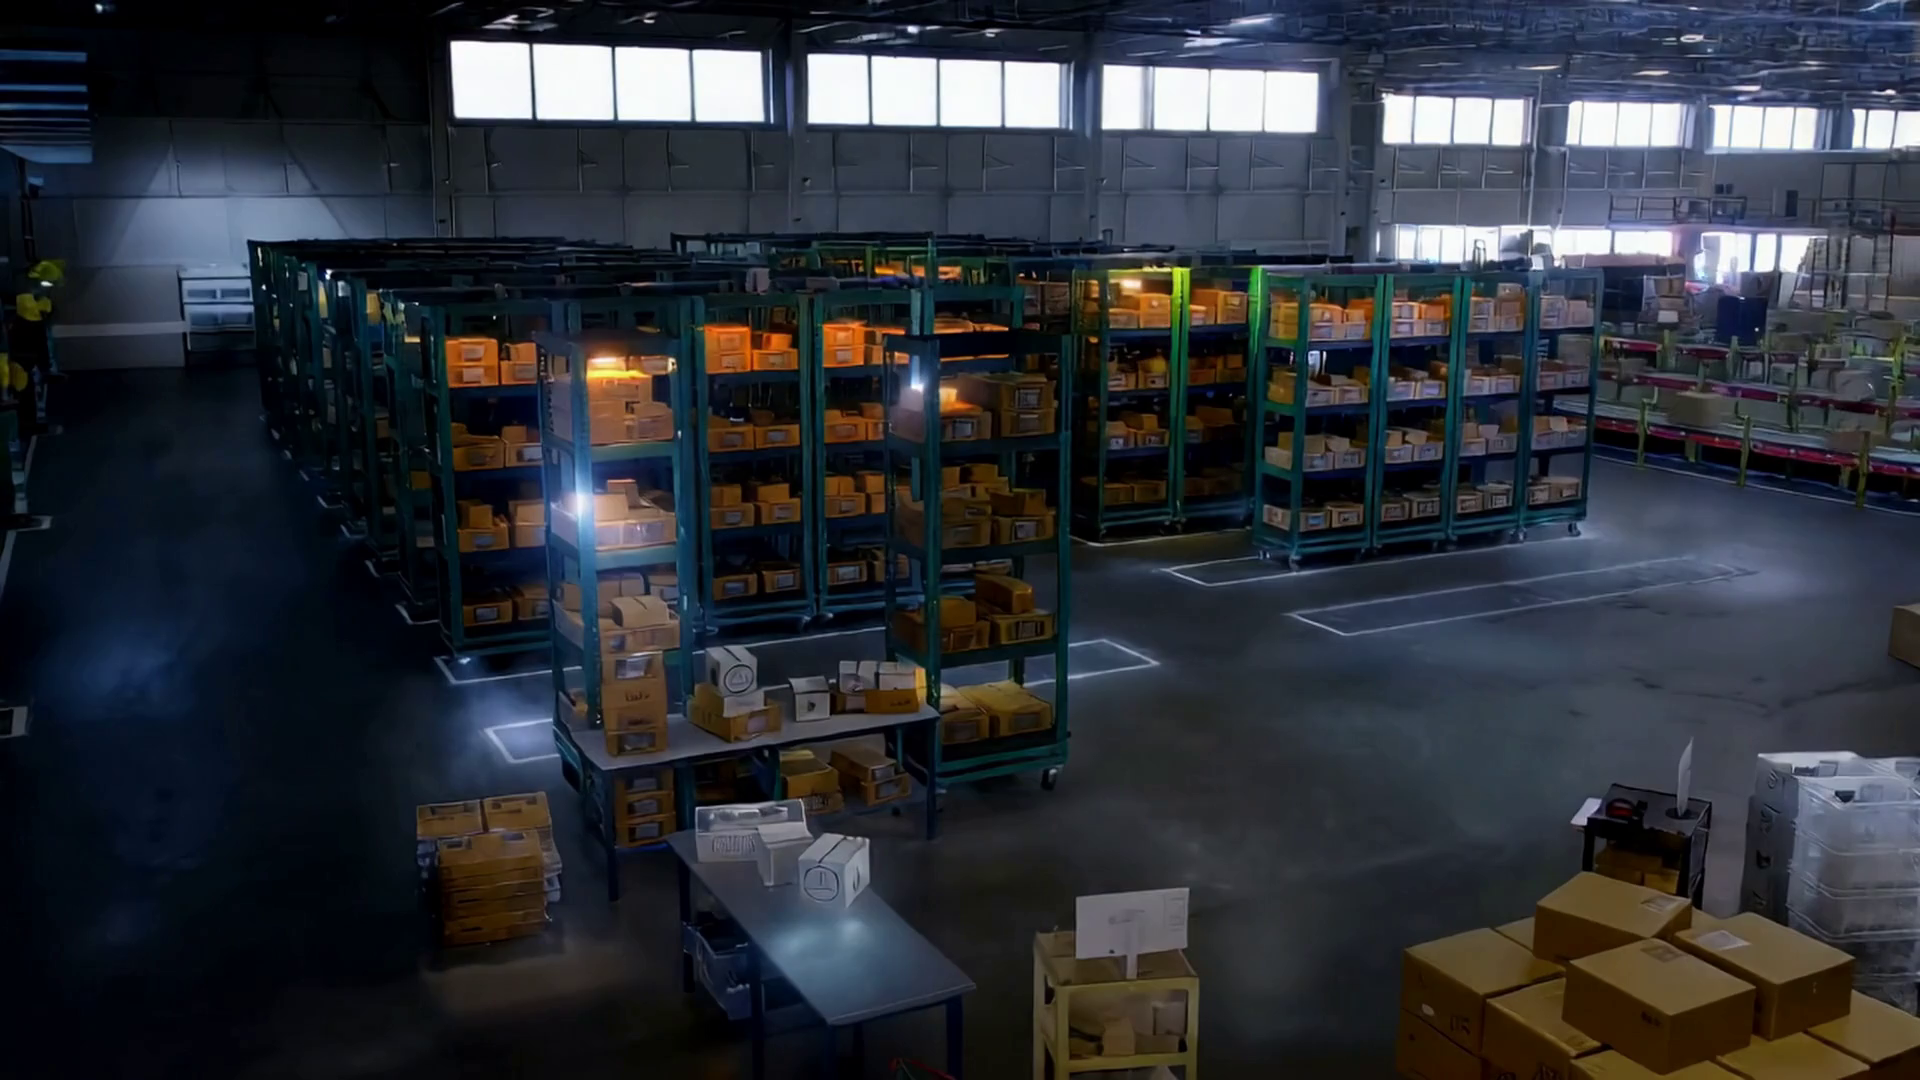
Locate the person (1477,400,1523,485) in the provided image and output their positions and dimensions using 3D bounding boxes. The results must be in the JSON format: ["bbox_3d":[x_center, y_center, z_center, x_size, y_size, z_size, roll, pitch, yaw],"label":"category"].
[{"bbox_3d":[8.405,-1.694,25.827,0.643,1.870,0.895,-4,13,-20],"label":"person"}]

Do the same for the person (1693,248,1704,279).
[{"bbox_3d":[33.589,-12.420,76.031,0.611,1.843,0.924,-6,14,-27],"label":"person"}]

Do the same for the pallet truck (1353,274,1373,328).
[{"bbox_3d":[13.011,-8.050,55.243,0.823,1.965,1.885,-7,14,-28],"label":"pallet truck"}]
